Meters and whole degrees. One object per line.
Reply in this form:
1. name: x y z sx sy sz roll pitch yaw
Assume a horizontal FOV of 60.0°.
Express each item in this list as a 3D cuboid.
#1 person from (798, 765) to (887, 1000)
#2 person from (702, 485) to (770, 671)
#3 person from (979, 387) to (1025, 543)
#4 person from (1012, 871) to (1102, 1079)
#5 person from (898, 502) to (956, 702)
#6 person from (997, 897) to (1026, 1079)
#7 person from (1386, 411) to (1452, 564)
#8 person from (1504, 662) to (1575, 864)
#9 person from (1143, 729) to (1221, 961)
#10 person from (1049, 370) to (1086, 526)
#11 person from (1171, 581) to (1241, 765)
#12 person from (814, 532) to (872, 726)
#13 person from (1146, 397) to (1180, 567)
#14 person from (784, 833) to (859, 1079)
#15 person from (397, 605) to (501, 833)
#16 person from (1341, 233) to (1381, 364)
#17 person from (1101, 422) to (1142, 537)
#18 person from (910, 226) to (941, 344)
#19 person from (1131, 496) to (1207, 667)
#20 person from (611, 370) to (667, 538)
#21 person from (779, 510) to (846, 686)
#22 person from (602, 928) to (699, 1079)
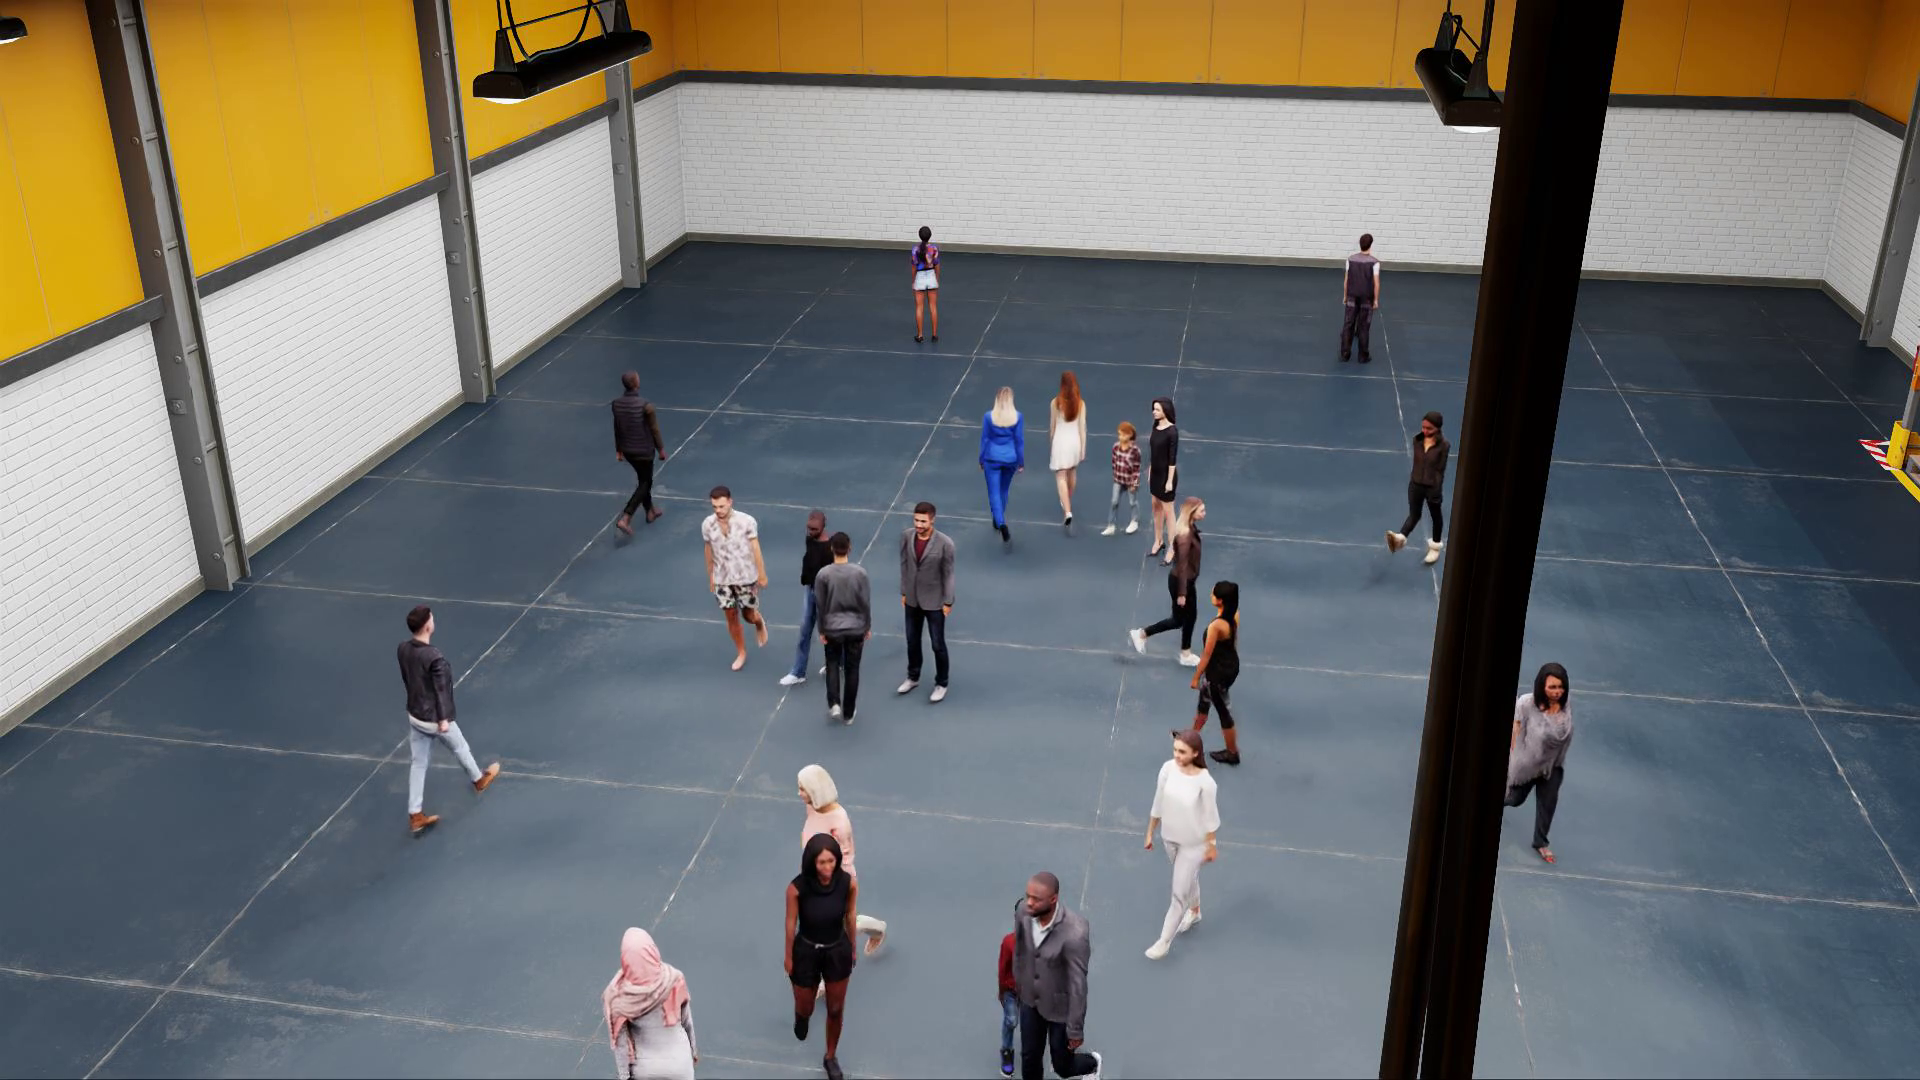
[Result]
1. person: -0.780 2.209 10.970 1.114 1.686 0.985 -21 31 -40
2. person: -2.032 0.284 15.243 0.713 1.792 0.770 2 24 5
3. person: 0.457 -0.779 17.827 0.802 1.670 1.115 -2 24 -5
4. person: 0.586 2.682 9.752 1.102 1.795 0.990 -21 31 -40
5. person: -0.298 0.514 14.621 0.756 1.868 0.717 12 26 25
6. person: 0.407 2.727 10.340 0.593 1.243 0.641 -2 24 -5
7. person: 4.785 -0.507 17.235 0.849 1.645 1.024 13 27 27
8. person: 4.298 1.592 12.507 0.849 1.585 1.043 -6 24 -13
9. person: 1.600 2.017 11.445 0.935 1.658 1.072 21 31 39
10. person: 1.181 -0.987 18.288 0.792 1.681 1.153 -3 24 -6
11. person: 2.203 1.101 13.557 0.839 1.645 0.893 12 27 26
12. person: -0.981 0.797 14.118 0.678 1.753 0.706 0 24 -1
13. person: 2.124 -0.624 17.306 0.718 1.802 0.609 -10 25 -21
14. person: -0.875 2.516 10.213 0.828 1.731 0.934 -10 26 -22
15. person: -4.098 1.399 12.677 0.901 1.803 1.222 12 26 25
16. person: 5.707 -3.450 23.715 0.725 1.848 0.693 12 26 25
17. person: 1.857 -0.682 18.090 0.722 1.280 0.873 14 27 29
18. person: -0.513 -3.799 24.643 0.657 1.743 0.629 -4 24 -9
19. person: 1.943 0.390 15.137 0.728 1.682 0.885 6 24 13
20. person: -3.512 -0.910 17.960 0.948 1.803 1.239 13 27 27
21. person: -1.162 0.481 14.903 1.077 1.703 0.938 -18 30 -36
22. person: -1.640 2.958 9.144 0.967 1.777 1.206 -5 24 -12
